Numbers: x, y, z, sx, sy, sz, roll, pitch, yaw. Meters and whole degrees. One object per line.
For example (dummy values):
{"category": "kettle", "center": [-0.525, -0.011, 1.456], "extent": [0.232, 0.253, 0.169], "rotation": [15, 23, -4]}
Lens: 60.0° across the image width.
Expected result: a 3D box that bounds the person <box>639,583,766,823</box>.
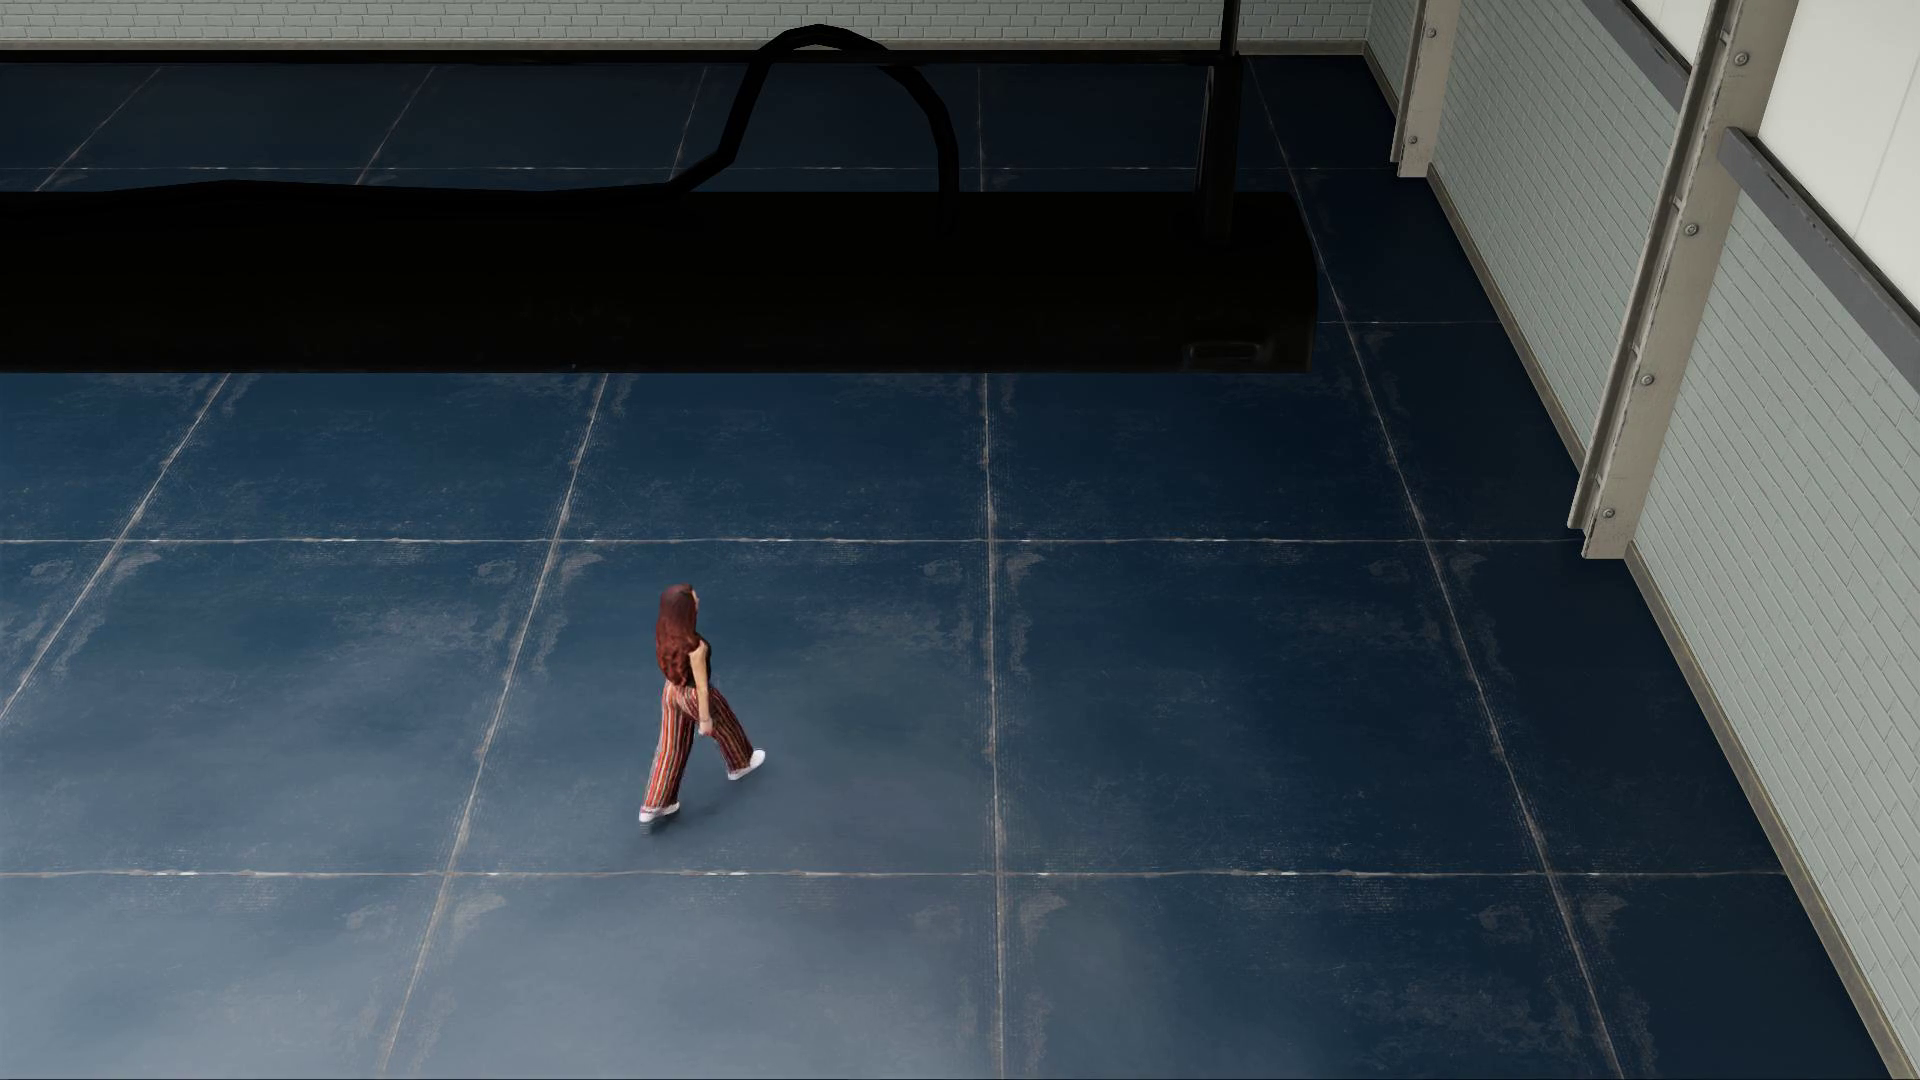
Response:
{"category": "person", "center": [-1.527, 0.893, 9.012], "extent": [1.086, 1.524, 1.032], "rotation": [-30, 47, -34]}
